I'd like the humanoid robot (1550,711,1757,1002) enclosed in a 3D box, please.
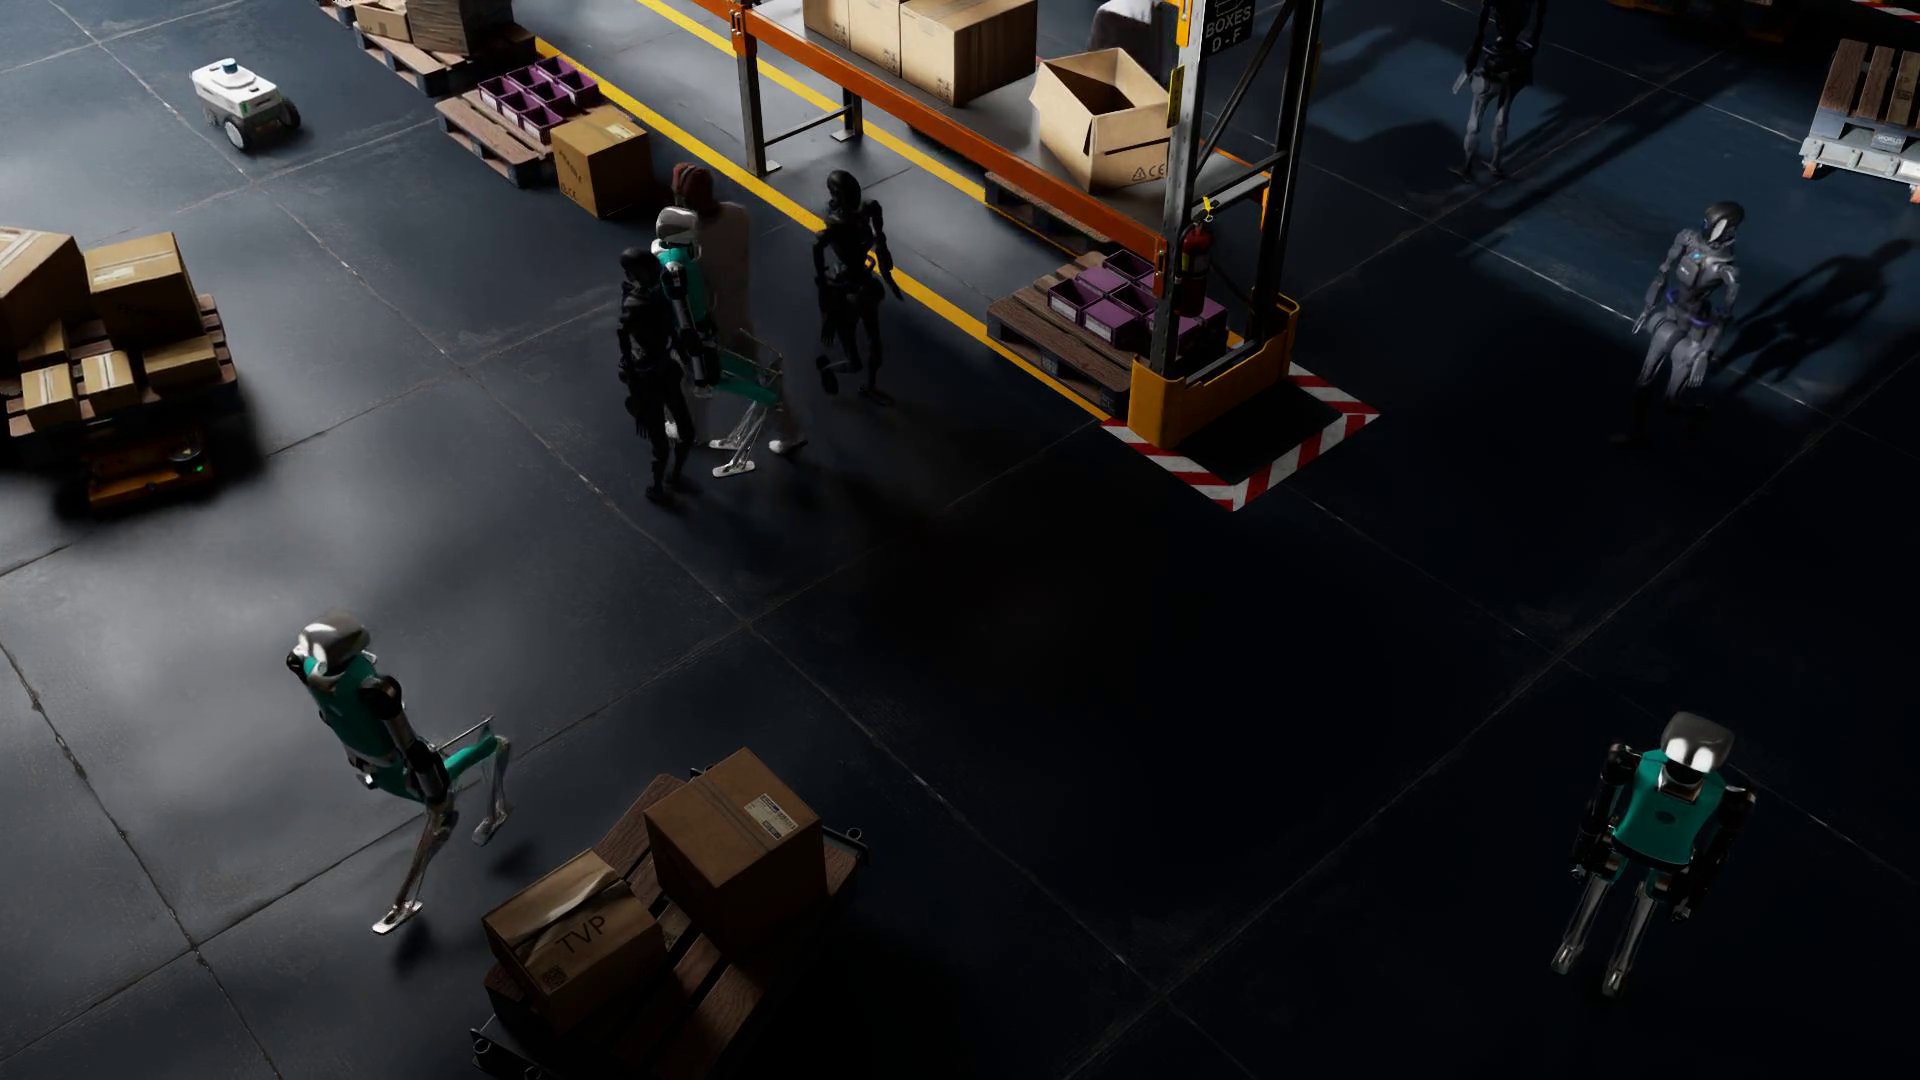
[{"bbox_3d":[2.756,1.184,6.650,0.532,1.698,0.725,21,47,21],"label":"humanoid robot"}]

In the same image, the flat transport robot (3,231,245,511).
[{"bbox_3d":[-4.906,-0.749,9.910,0.659,0.231,1.431,-18,46,-19],"label":"flat transport robot"}]

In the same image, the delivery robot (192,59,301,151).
[{"bbox_3d":[-5.400,-3.313,12.485,0.791,0.592,0.499,29,50,28],"label":"delivery robot"}]

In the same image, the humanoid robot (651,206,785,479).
[{"bbox_3d":[-1.233,-1.069,9.074,0.735,1.677,0.533,-4,43,-4],"label":"humanoid robot"}]

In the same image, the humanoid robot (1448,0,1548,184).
[{"bbox_3d":[3.784,-3.315,11.657,0.609,1.651,0.307,-14,44,-15],"label":"humanoid robot"}]

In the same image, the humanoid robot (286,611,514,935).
[{"bbox_3d":[-2.292,0.865,7.088,0.560,1.748,1.045,21,46,21],"label":"humanoid robot"}]

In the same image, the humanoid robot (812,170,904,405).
[{"bbox_3d":[-0.643,-1.461,9.649,0.433,1.641,0.610,31,51,29],"label":"humanoid robot"}]

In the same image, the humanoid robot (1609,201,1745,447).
[{"bbox_3d":[4.127,-1.204,9.365,0.536,1.640,0.592,-14,45,-15],"label":"humanoid robot"}]

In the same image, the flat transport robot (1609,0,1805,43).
[{"bbox_3d":[6.317,-4.563,14.058,1.431,0.231,0.659,24,48,24],"label":"flat transport robot"}]

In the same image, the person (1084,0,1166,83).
[{"bbox_3d":[1.078,-3.302,11.615,0.559,1.717,0.774,-29,50,-28],"label":"person"}]

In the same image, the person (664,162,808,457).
[{"bbox_3d":[-1.331,-1.240,9.264,0.941,1.869,0.654,21,47,21],"label":"person"}]

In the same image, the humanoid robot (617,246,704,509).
[{"bbox_3d":[-1.630,-0.882,9.009,0.329,1.649,0.601,15,45,15],"label":"humanoid robot"}]

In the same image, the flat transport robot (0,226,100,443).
[{"bbox_3d":[-5.889,-1.008,10.192,0.659,0.231,1.431,8,43,9],"label":"flat transport robot"}]
